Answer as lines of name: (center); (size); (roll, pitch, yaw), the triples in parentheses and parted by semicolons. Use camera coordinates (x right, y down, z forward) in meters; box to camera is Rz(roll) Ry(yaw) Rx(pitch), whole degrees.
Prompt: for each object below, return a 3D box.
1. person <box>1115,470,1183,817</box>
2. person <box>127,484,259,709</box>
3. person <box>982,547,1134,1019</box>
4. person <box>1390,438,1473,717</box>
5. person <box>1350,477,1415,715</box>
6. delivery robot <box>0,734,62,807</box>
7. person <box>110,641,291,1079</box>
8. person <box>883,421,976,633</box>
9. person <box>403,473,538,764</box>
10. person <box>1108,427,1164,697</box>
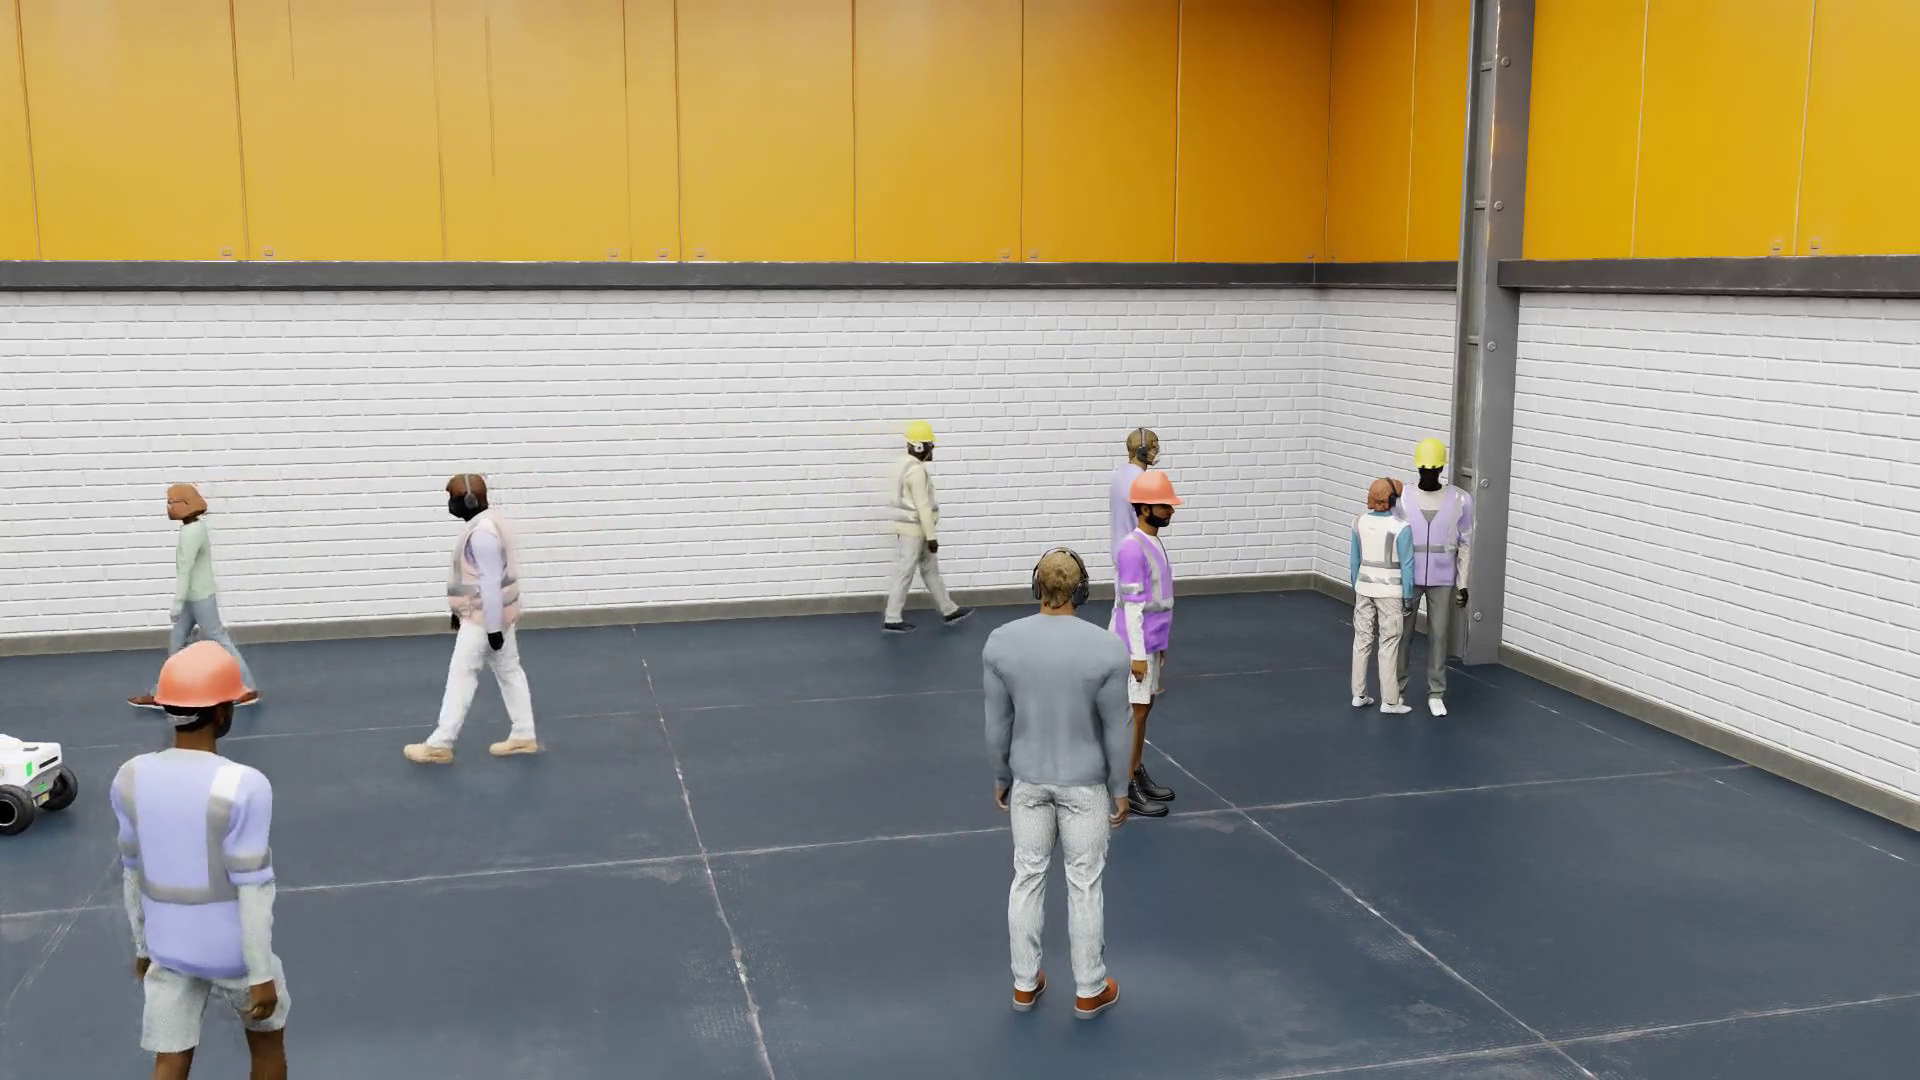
person: (1.060, 0.571, 9.377); (0.360, 1.939, 0.543); (3, 10, 17)
person: (-5.330, 0.399, 11.522); (0.850, 1.580, 0.518); (-4, 10, -21)
person: (0.404, 0.986, 6.783); (0.630, 1.940, 0.373); (3, 10, 19)
person: (3.185, 0.257, 11.381); (0.594, 1.922, 0.385); (2, 9, 13)
person: (2.904, 0.385, 11.471); (0.307, 1.639, 0.514); (-7, 12, -38)
delivery robot: (-5.361, 1.247, 9.159); (0.707, 0.478, 0.477); (0, 9, 2)
person: (-2.386, 1.262, 5.195); (0.553, 1.901, 0.949); (2, 9, 11)
person: (-0.258, -0.102, 14.031); (0.868, 1.789, 0.609); (-1, 9, -8)
person: (-3.075, 0.484, 10.341); (0.888, 1.802, 0.636); (-1, 9, -8)
person: (1.262, 0.153, 11.986); (0.352, 1.937, 0.635); (-2, 9, -13)
